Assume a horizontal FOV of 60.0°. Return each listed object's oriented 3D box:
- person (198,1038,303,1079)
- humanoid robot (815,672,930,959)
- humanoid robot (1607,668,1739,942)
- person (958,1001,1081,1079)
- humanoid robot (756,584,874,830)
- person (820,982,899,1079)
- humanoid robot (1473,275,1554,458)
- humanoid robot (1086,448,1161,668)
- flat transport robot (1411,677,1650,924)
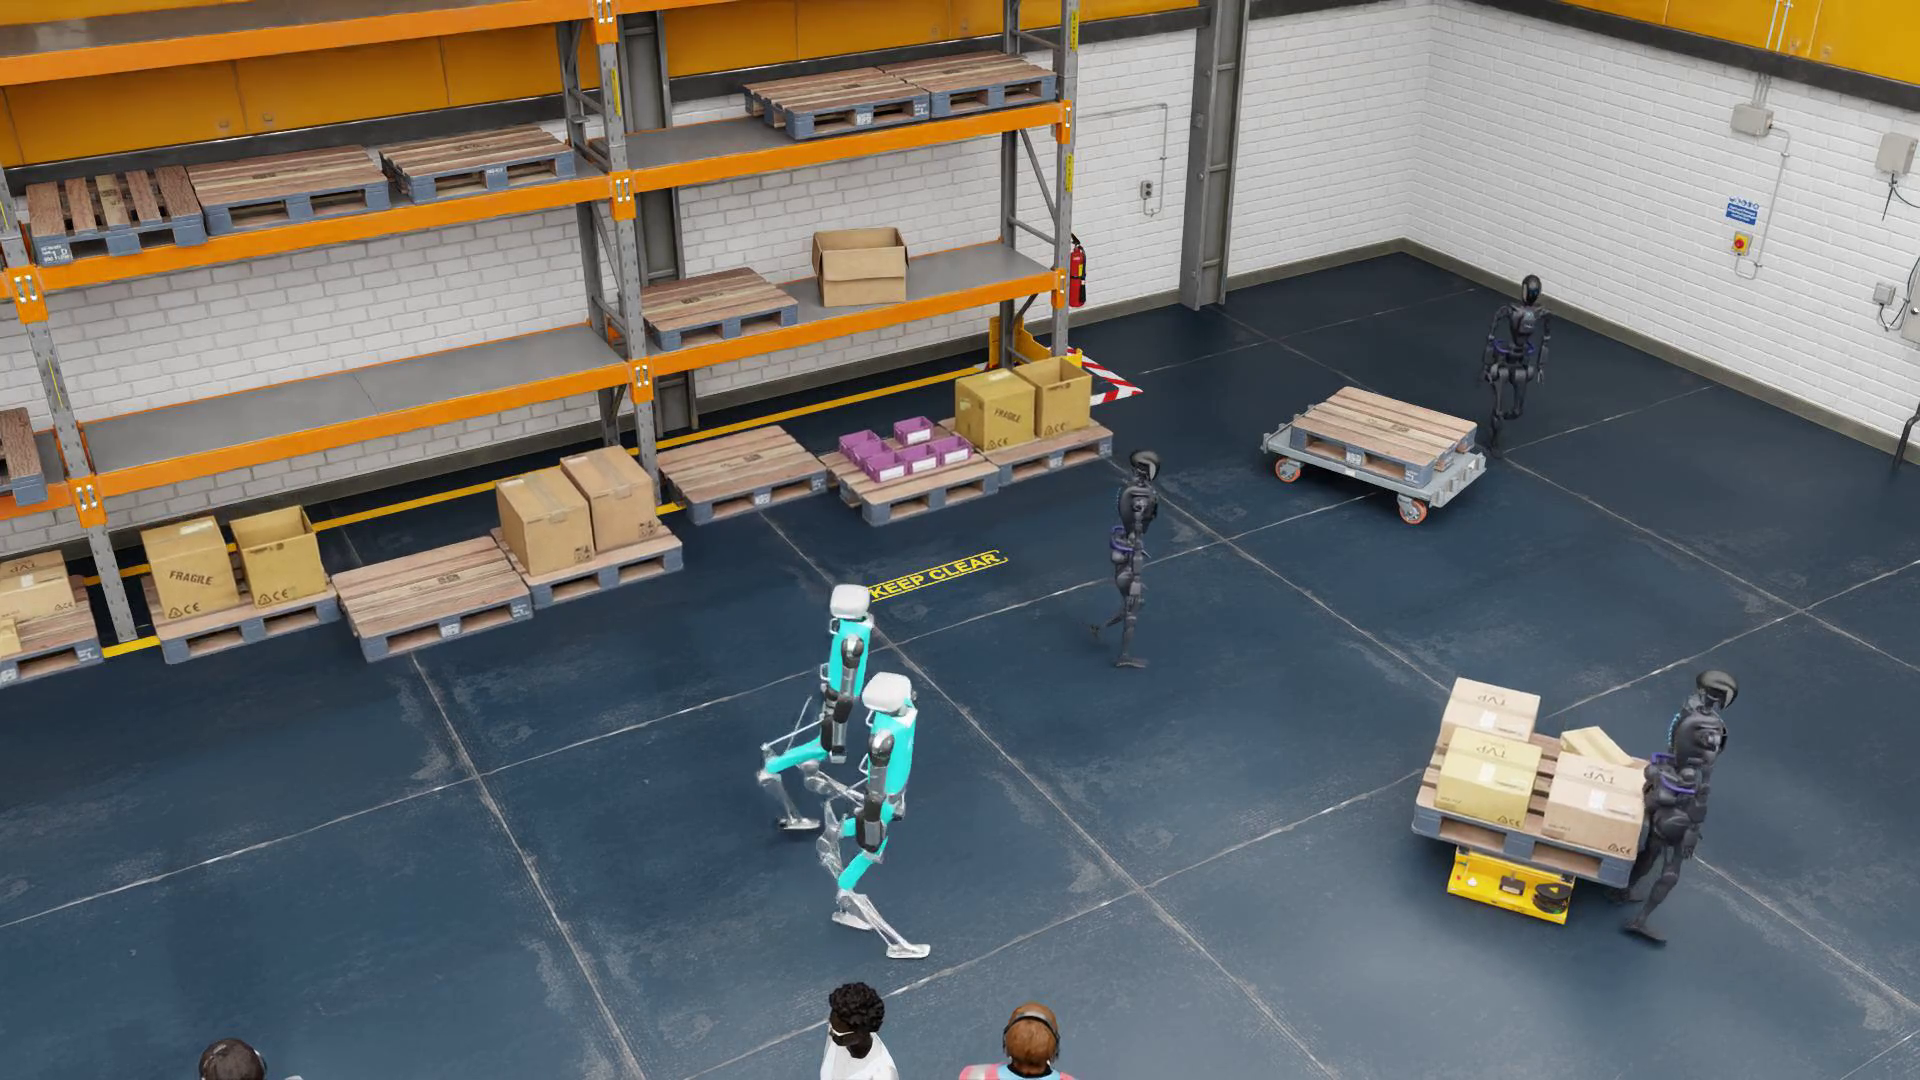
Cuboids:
[{"bbox_3d":[-2.653,2.696,6.568,0.414,1.877,0.531,13,32,22],"label":"person"},{"bbox_3d":[-0.555,1.459,8.908,0.846,1.776,0.530,8,30,14],"label":"humanoid robot"},{"bbox_3d":[3.888,1.401,9.073,0.364,1.641,0.589,2,30,4],"label":"humanoid robot"},{"bbox_3d":[0.278,2.618,6.761,0.620,1.837,0.431,9,31,15],"label":"person"},{"bbox_3d":[-0.838,1.046,9.630,1.017,1.724,0.534,-1,29,-2],"label":"humanoid robot"},{"bbox_3d":[-0.418,2.532,7.039,0.318,1.696,0.534,-16,33,-27],"label":"person"},{"bbox_3d":[4.711,-1.551,14.299,0.600,1.625,0.529,-2,30,-3],"label":"humanoid robot"},{"bbox_3d":[1.105,0.132,11.303,0.443,1.644,0.609,2,30,3],"label":"humanoid robot"},{"bbox_3d":[3.387,1.709,9.949,0.659,0.231,1.431,13,32,21],"label":"flat transport robot"}]
